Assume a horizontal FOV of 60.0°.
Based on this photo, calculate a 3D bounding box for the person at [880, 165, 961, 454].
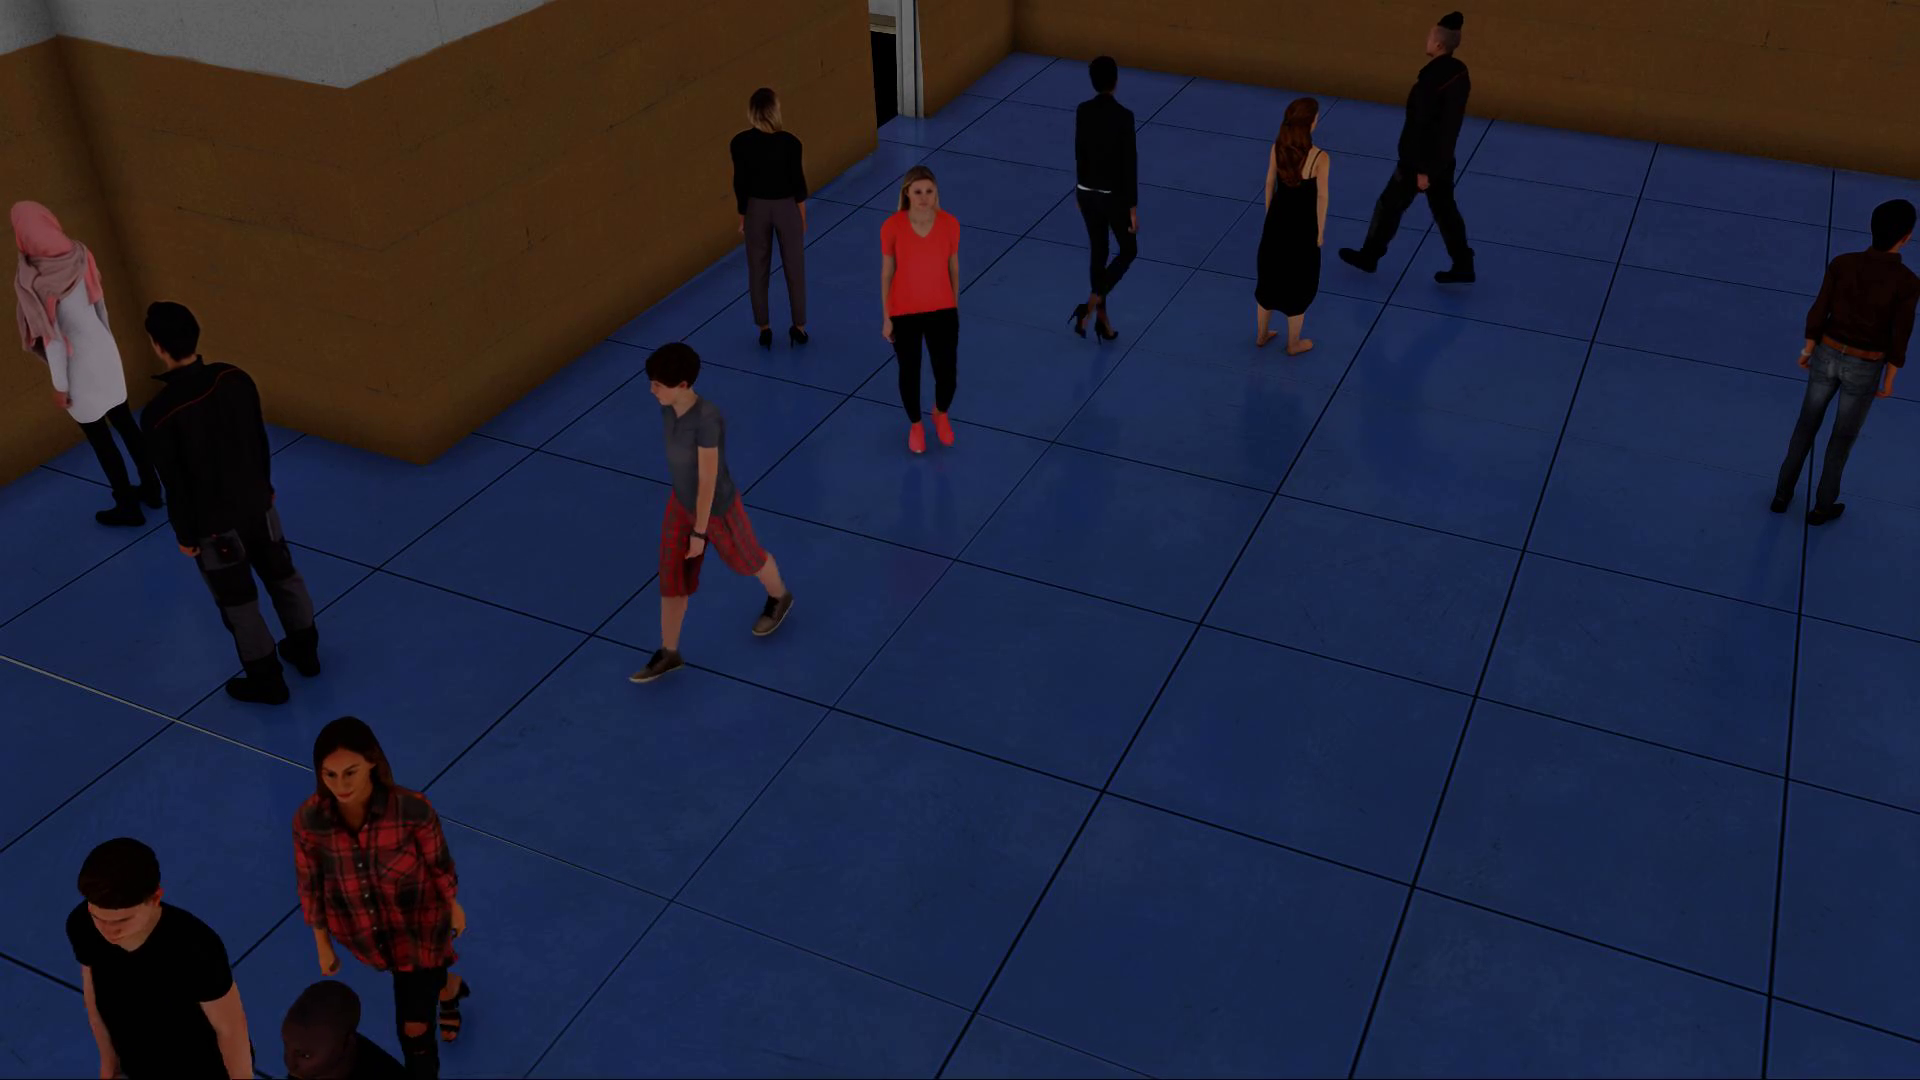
[{"bbox_3d":[-0.230,-1.284,9.205,0.674,1.682,0.757,-2,34,-3],"label":"person"}]

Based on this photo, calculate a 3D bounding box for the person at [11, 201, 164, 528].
[{"bbox_3d":[-4.462,-0.888,8.501,0.621,1.803,0.654,9,35,14],"label":"person"}]

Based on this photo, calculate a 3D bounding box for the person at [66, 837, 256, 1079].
[{"bbox_3d":[-2.209,1.484,4.902,0.872,1.839,0.787,15,36,21],"label":"person"}]

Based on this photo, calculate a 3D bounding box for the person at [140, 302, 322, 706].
[{"bbox_3d":[-3.193,-0.146,7.258,0.582,1.945,0.696,16,37,23],"label":"person"}]

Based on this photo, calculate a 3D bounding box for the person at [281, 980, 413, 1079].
[{"bbox_3d":[-1.483,1.778,4.598,0.965,1.688,0.874,26,42,34],"label":"person"}]

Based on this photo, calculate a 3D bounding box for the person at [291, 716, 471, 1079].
[{"bbox_3d":[-1.844,1.221,5.465,1.150,1.654,1.013,-1,34,-1],"label":"person"}]

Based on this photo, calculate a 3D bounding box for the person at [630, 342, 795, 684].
[{"bbox_3d":[-1.080,-0.160,7.575,1.165,1.602,0.879,26,41,33],"label":"person"}]

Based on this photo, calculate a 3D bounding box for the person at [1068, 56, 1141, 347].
[{"bbox_3d":[0.828,-2.003,10.163,0.803,1.819,0.827,27,42,34],"label":"person"}]

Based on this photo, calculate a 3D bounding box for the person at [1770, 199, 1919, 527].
[{"bbox_3d":[4.554,-0.883,8.545,0.770,1.746,0.598,-28,43,-35],"label":"person"}]

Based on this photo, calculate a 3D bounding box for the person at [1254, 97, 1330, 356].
[{"bbox_3d":[2.036,-1.927,10.225,0.573,1.624,0.679,25,41,32],"label":"person"}]

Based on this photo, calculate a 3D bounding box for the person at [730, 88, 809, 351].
[{"bbox_3d":[-1.154,-1.953,10.221,0.602,1.671,0.731,1,34,1],"label":"person"}]

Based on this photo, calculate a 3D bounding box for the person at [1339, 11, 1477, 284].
[{"bbox_3d":[3.155,-2.501,10.890,1.270,1.821,0.988,25,41,33],"label":"person"}]
